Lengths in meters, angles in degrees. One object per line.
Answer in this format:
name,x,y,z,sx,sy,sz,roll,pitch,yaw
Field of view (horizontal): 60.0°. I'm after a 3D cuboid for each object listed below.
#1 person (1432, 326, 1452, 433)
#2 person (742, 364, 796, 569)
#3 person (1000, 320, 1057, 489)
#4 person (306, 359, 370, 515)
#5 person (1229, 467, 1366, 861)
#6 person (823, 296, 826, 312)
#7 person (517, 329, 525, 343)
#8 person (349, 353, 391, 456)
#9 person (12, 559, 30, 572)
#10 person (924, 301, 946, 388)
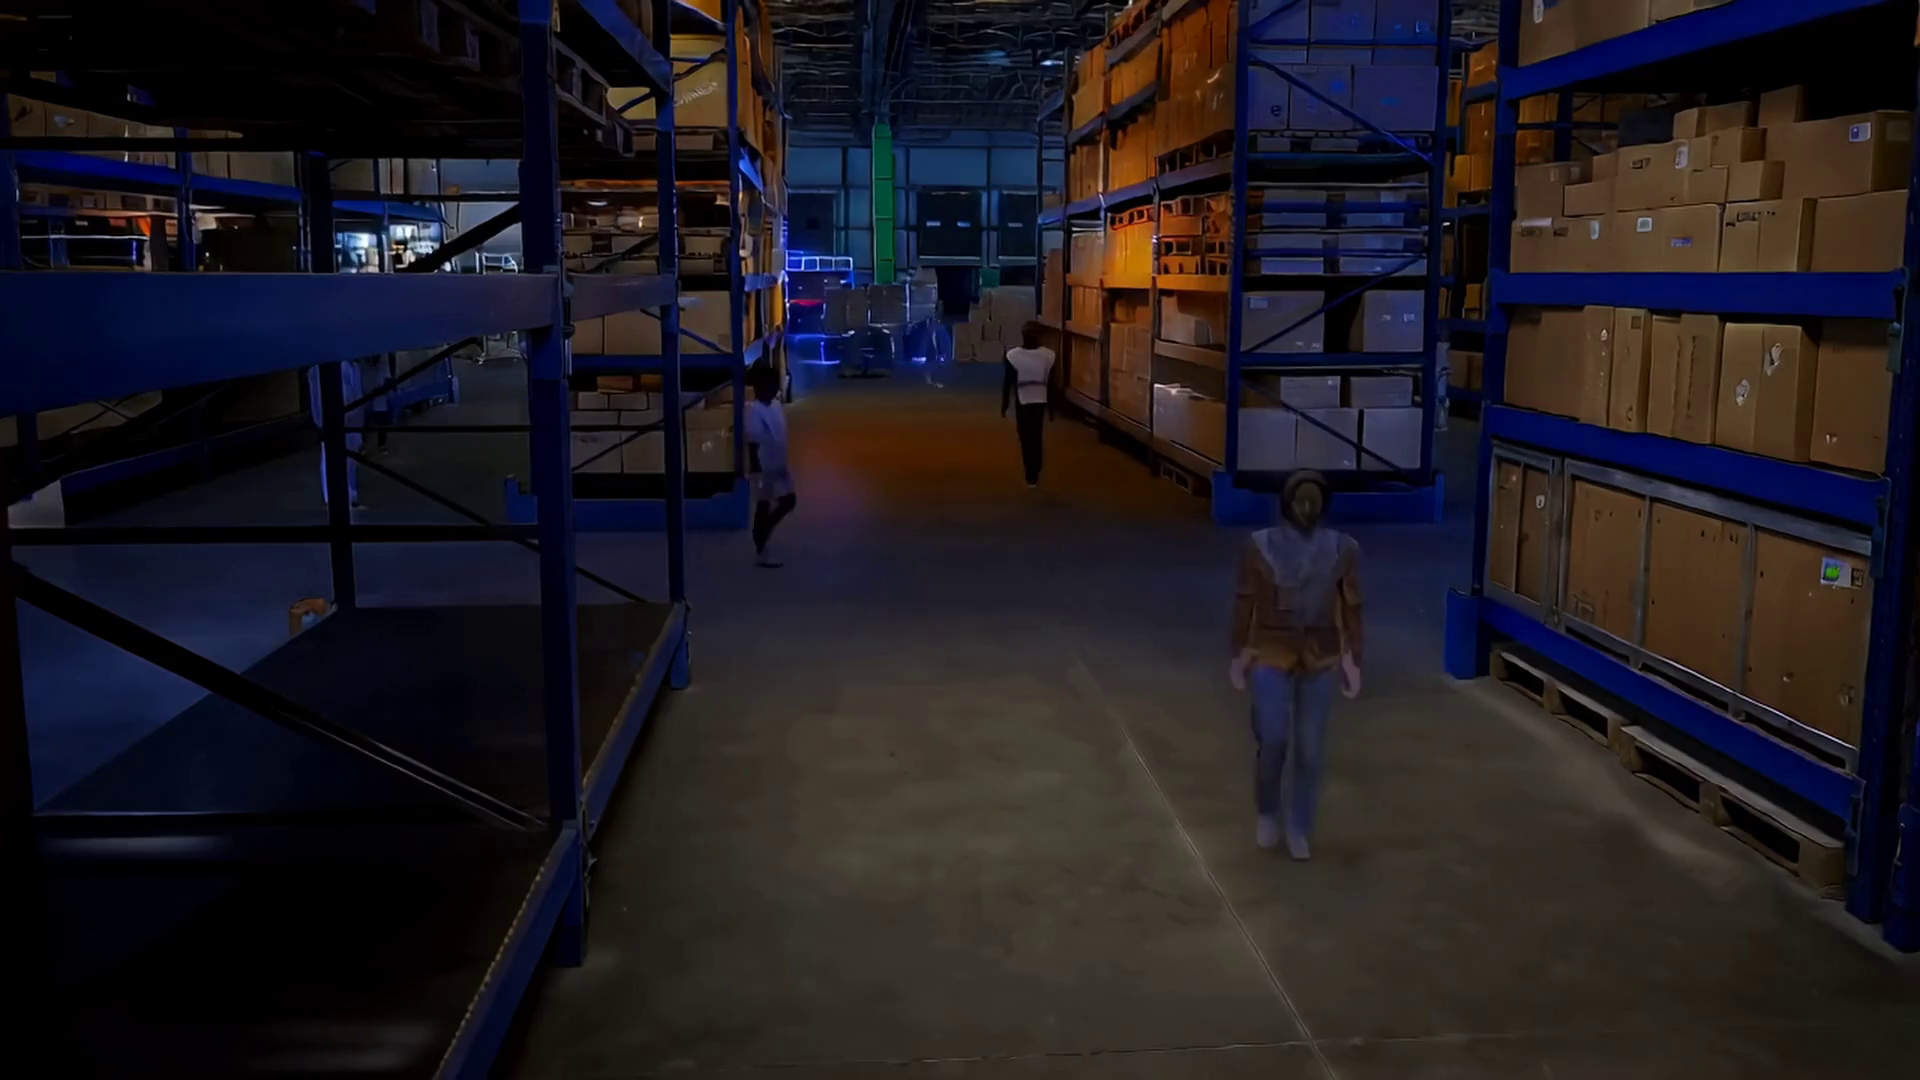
person,7.368,-2.453,25.454,0.318,1.630,0.512,4,10,24
person,-1.574,-0.599,13.624,0.368,1.680,0.553,4,10,24
person,0.765,-1.535,18.881,0.601,1.891,0.754,-3,10,-19
person,-6.215,-1.165,16.692,0.429,1.846,0.627,4,10,24
person,1.382,0.512,6.819,0.544,1.622,0.375,0,9,2
person,-5.518,-9.285,67.390,0.377,1.932,0.551,-5,10,-30
person,-14.779,-7.603,57.058,0.998,1.851,0.725,-2,9,-15
person,-7.856,-1.962,22.153,0.540,1.696,0.316,-4,10,-21
person,-7.994,-0.636,13.208,0.878,1.908,0.648,0,9,1
person,-0.484,-4.161,35.476,0.423,1.854,0.553,1,9,6
